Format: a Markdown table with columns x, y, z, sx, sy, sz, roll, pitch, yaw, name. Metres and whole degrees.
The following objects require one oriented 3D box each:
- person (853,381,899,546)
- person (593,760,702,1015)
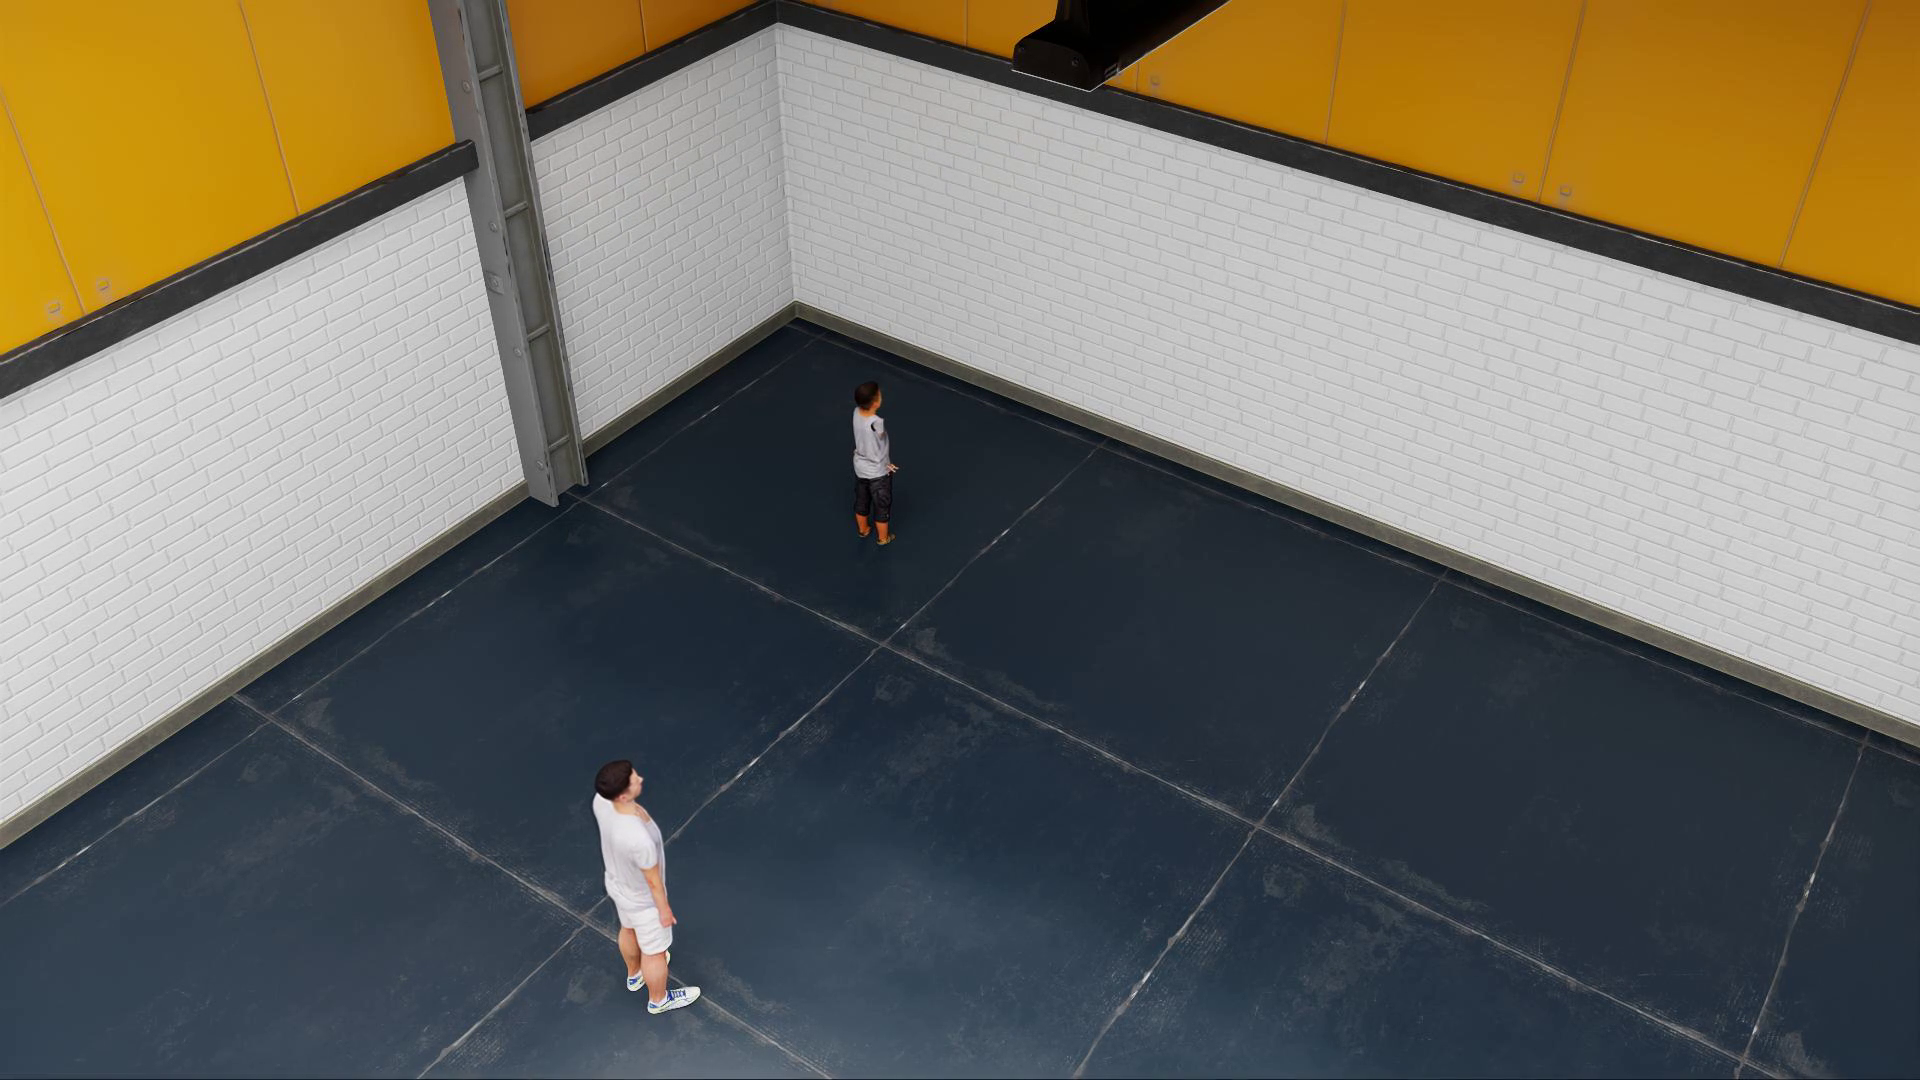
| x | y | z | sx | sy | sz | roll | pitch | yaw | name |
| --- | --- | --- | --- | --- | --- | --- | --- | --- | --- |
| -0.662 | -0.612 | 12.478 | 0.570 | 1.456 | 0.497 | 25 | 45 | 28 | person |
| -1.762 | 1.874 | 9.047 | 0.663 | 1.854 | 0.742 | -27 | 46 | -29 | person |
